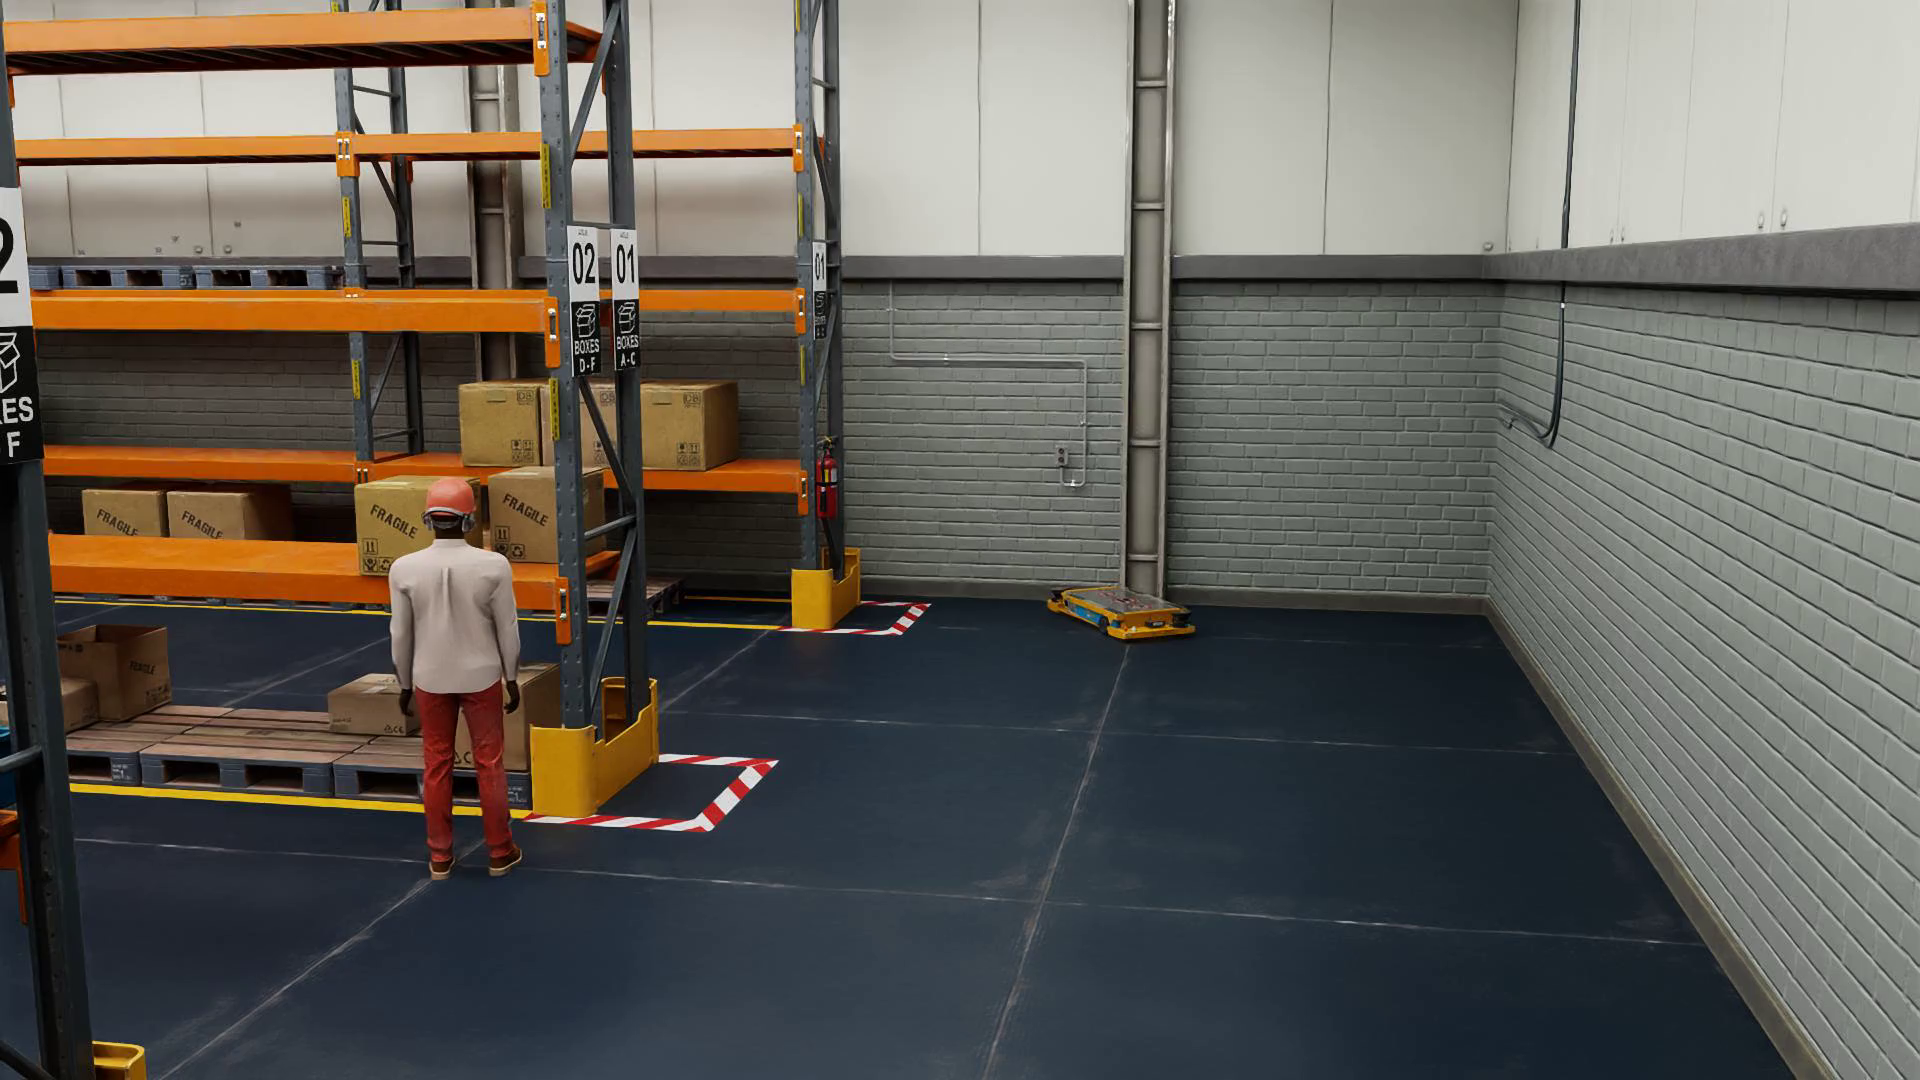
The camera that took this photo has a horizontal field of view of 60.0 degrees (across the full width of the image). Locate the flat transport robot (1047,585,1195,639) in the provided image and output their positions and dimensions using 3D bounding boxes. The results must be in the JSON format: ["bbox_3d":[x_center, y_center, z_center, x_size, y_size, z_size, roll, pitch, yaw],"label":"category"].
[{"bbox_3d":[1.344,0.592,14.087,0.652,0.197,1.431,-4,10,-23],"label":"flat transport robot"}]

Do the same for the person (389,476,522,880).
[{"bbox_3d":[-2.467,0.681,8.195,0.609,1.996,0.383,-1,9,-7],"label":"person"}]
